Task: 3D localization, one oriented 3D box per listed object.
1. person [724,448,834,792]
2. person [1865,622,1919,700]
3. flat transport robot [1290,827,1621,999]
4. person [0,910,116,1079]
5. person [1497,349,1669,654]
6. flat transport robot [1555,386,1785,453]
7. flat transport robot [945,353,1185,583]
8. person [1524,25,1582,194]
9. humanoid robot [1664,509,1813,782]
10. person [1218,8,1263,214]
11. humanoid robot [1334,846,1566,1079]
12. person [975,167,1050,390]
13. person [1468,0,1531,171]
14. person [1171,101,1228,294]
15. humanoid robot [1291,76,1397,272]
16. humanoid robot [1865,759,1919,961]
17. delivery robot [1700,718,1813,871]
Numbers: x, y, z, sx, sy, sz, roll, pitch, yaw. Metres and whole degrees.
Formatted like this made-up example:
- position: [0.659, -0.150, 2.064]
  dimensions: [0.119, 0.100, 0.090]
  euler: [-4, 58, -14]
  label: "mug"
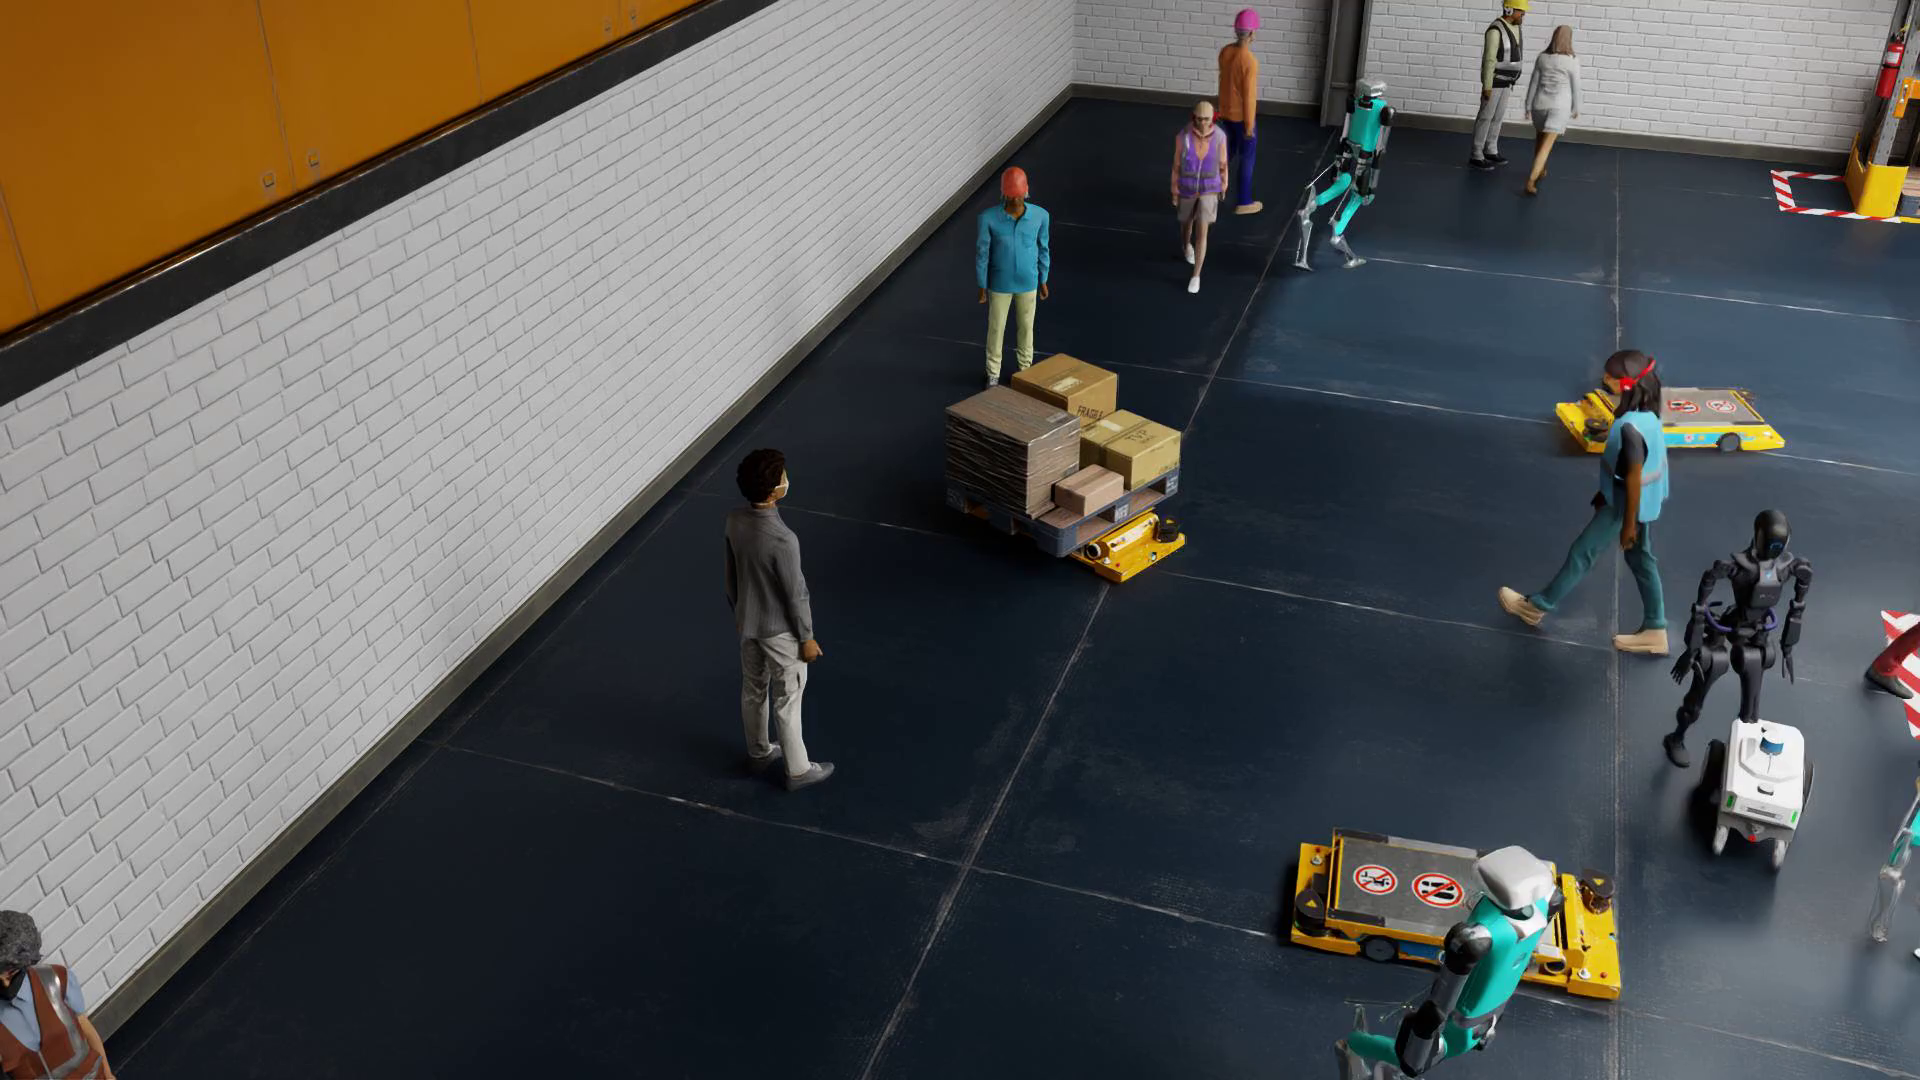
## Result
- position: [-0.953, 0.415, 8.312]
  dimensions: [0.534, 1.900, 0.401]
  euler: [23, 38, 34]
  label: "person"
- position: [5.364, 0.253, 8.762]
  dimensions: [0.529, 1.710, 0.885]
  euler: [-17, 35, -27]
  label: "person"
- position: [2.286, 1.713, 7.711]
  dimensions: [1.431, 0.231, 0.659]
  euler: [7, 31, 12]
  label: "flat transport robot"
- position: [-3.209, 1.975, 5.870]
  dimensions: [0.316, 1.680, 0.423]
  euler: [25, 39, 36]
  label: "person"
- position: [3.703, -0.204, 9.456]
  dimensions: [1.017, 1.796, 0.579]
  euler: [17, 34, 26]
  label: "person"
- position: [5.162, -0.871, 12.107]
  dimensions: [1.431, 0.231, 0.659]
  euler: [-1, 30, -2]
  label: "flat transport robot"
- position: [0.707, -0.164, 10.905]
  dimensions: [1.431, 0.231, 0.659]
  euler: [26, 39, 37]
  label: "flat transport robot"
- position: [5.898, -4.303, 16.620]
  dimensions: [0.489, 1.622, 0.859]
  euler: [22, 37, 33]
  label: "person"
- position: [3.919, 0.530, 8.353]
  dimensions: [0.596, 1.623, 0.613]
  euler: [0, 30, 0]
  label: "humanoid robot"
- position: [2.621, -4.057, 15.849]
  dimensions: [0.667, 1.960, 0.517]
  euler: [-18, 35, -27]
  label: "person"
- position: [1.704, 1.773, 6.222]
  dimensions: [0.538, 1.829, 0.786]
  euler: [-20, 36, -31]
  label: "humanoid robot"
- position: [0.399, -1.945, 12.468]
  dimensions: [0.572, 1.749, 0.331]
  euler: [-5, 31, -9]
  label: "person"
- position: [5.582, -4.755, 17.185]
  dimensions: [0.403, 1.825, 0.589]
  euler: [25, 39, 36]
  label: "person"
- position: [2.082, -3.064, 14.475]
  dimensions: [0.496, 1.638, 0.853]
  euler: [5, 31, 8]
  label: "person"
- position: [3.256, -3.086, 14.483]
  dimensions: [1.025, 1.770, 0.532]
  euler: [-18, 35, -28]
  label: "humanoid robot"
- position: [4.355, 1.131, 7.240]
  dimensions: [0.704, 1.769, 0.536]
  euler: [-20, 36, -30]
  label: "humanoid robot"
- position: [3.989, 1.211, 8.296]
  dimensions: [0.499, 0.608, 0.793]
  euler: [13, 33, 21]
  label: "delivery robot"
